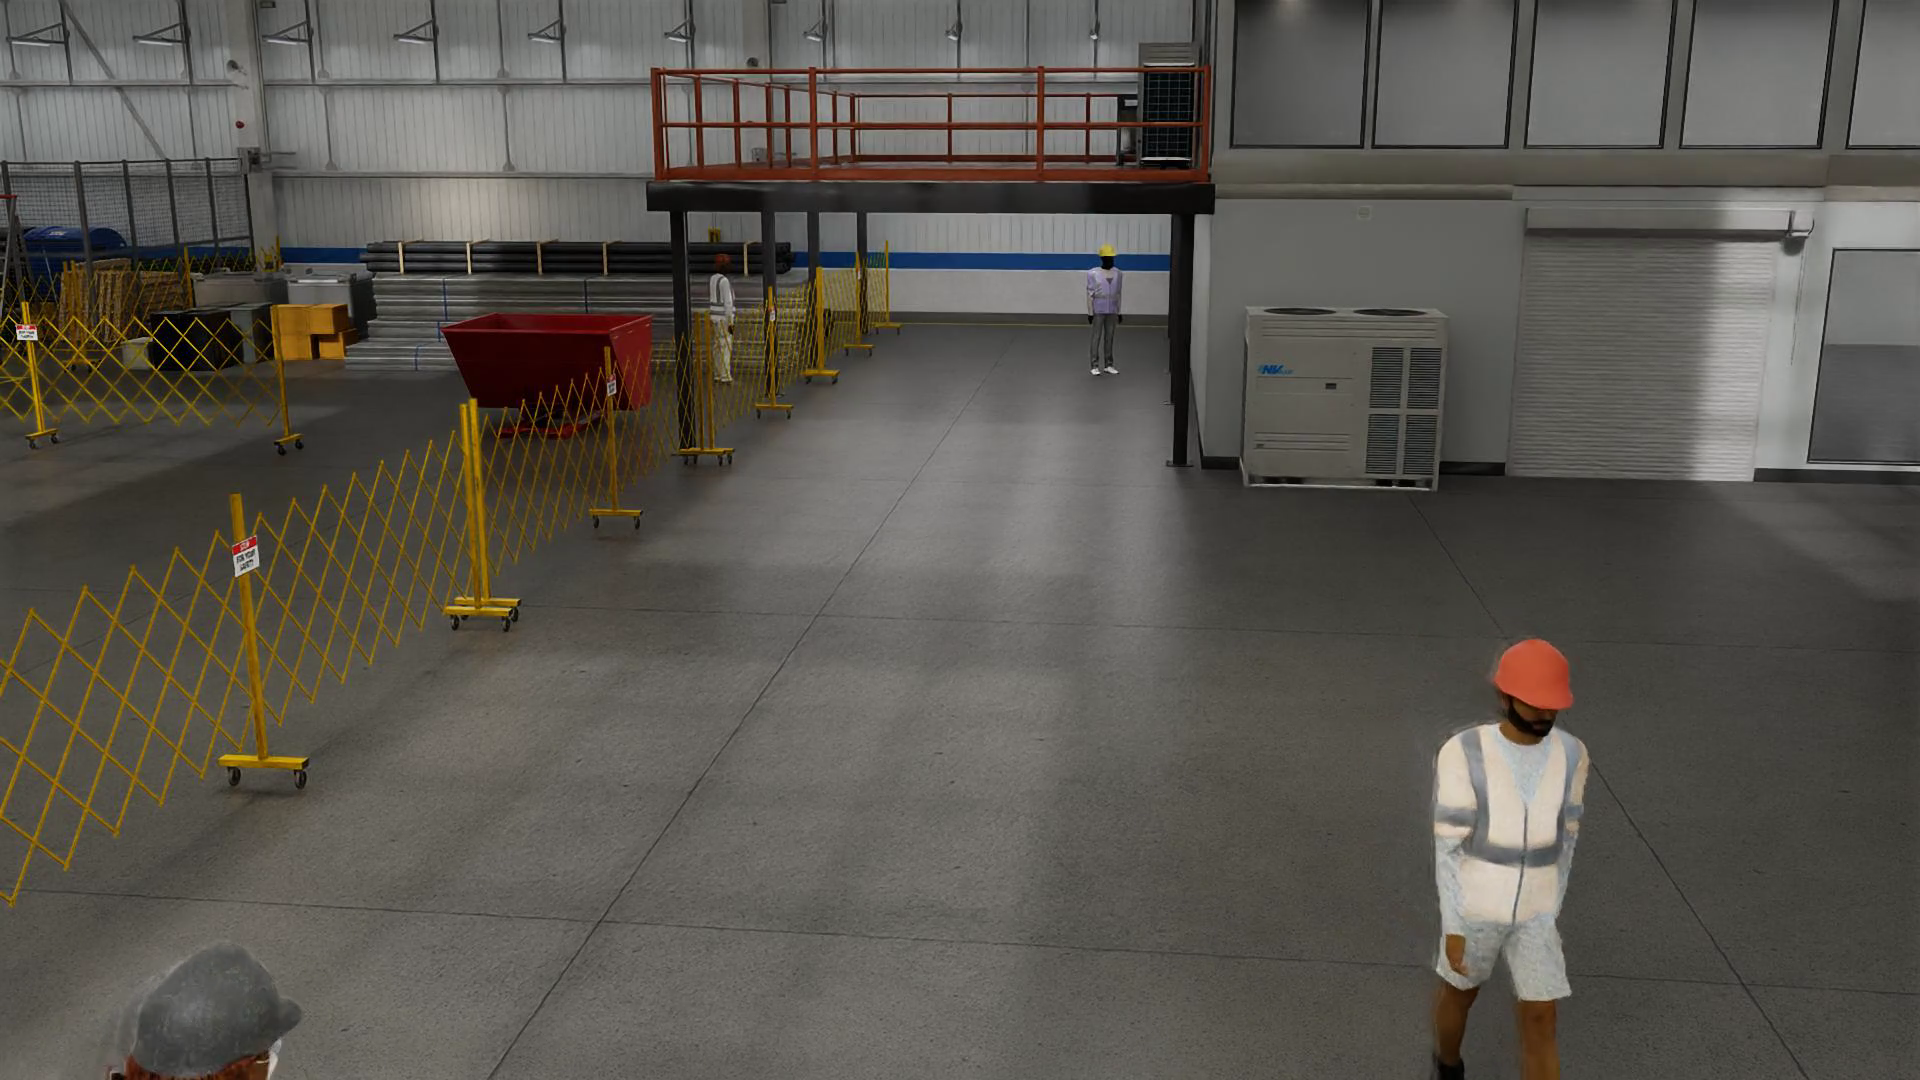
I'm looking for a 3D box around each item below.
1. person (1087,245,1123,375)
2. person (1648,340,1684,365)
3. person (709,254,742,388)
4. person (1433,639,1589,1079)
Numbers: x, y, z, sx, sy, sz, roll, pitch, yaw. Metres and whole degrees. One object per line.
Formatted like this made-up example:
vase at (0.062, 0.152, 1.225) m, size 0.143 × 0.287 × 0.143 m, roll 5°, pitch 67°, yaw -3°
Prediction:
person at (2.160, -3.424, 24.766) m, size 0.589 × 1.930 × 0.355 m, roll -7°, pitch 15°, yaw -25°
person at (10.547, -3.319, 24.530) m, size 0.911 × 1.837 × 0.519 m, roll -3°, pitch 14°, yaw -10°
person at (-3.342, -3.100, 23.539) m, size 0.346 × 1.882 × 0.584 m, roll -8°, pitch 16°, yaw -29°
person at (1.886, 1.268, 5.665) m, size 0.554 × 1.895 × 0.855 m, roll -1°, pitch 14°, yaw -3°
